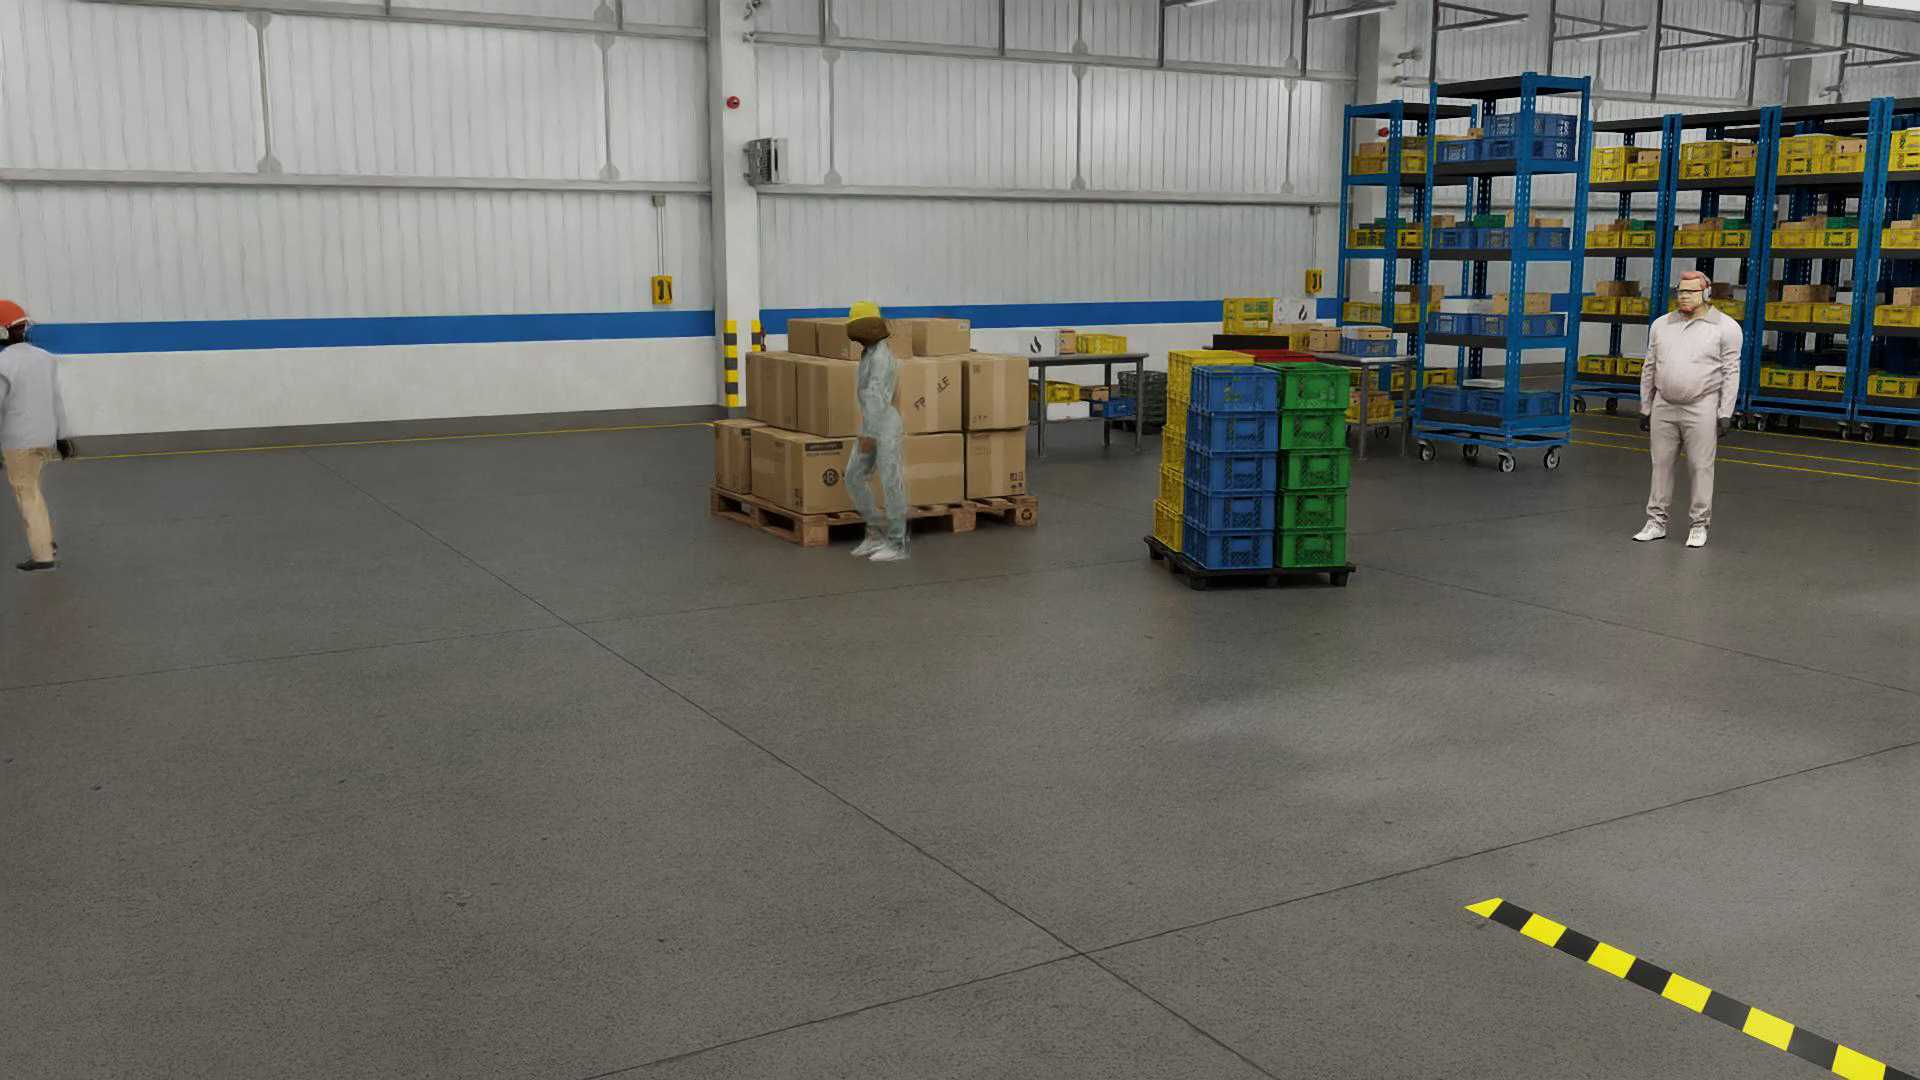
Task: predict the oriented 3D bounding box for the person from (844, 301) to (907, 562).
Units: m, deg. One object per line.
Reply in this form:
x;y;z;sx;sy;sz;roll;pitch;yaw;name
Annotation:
-0.575;-0.709;10.956;0.479;1.709;0.516;-4;11;-21;person

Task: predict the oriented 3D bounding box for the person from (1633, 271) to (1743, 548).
5.033;-0.905;11.552;0.655;1.906;0.407;10;14;43;person

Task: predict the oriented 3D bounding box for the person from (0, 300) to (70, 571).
-6.017;-0.661;10.650;0.479;1.733;0.597;2;10;11;person
